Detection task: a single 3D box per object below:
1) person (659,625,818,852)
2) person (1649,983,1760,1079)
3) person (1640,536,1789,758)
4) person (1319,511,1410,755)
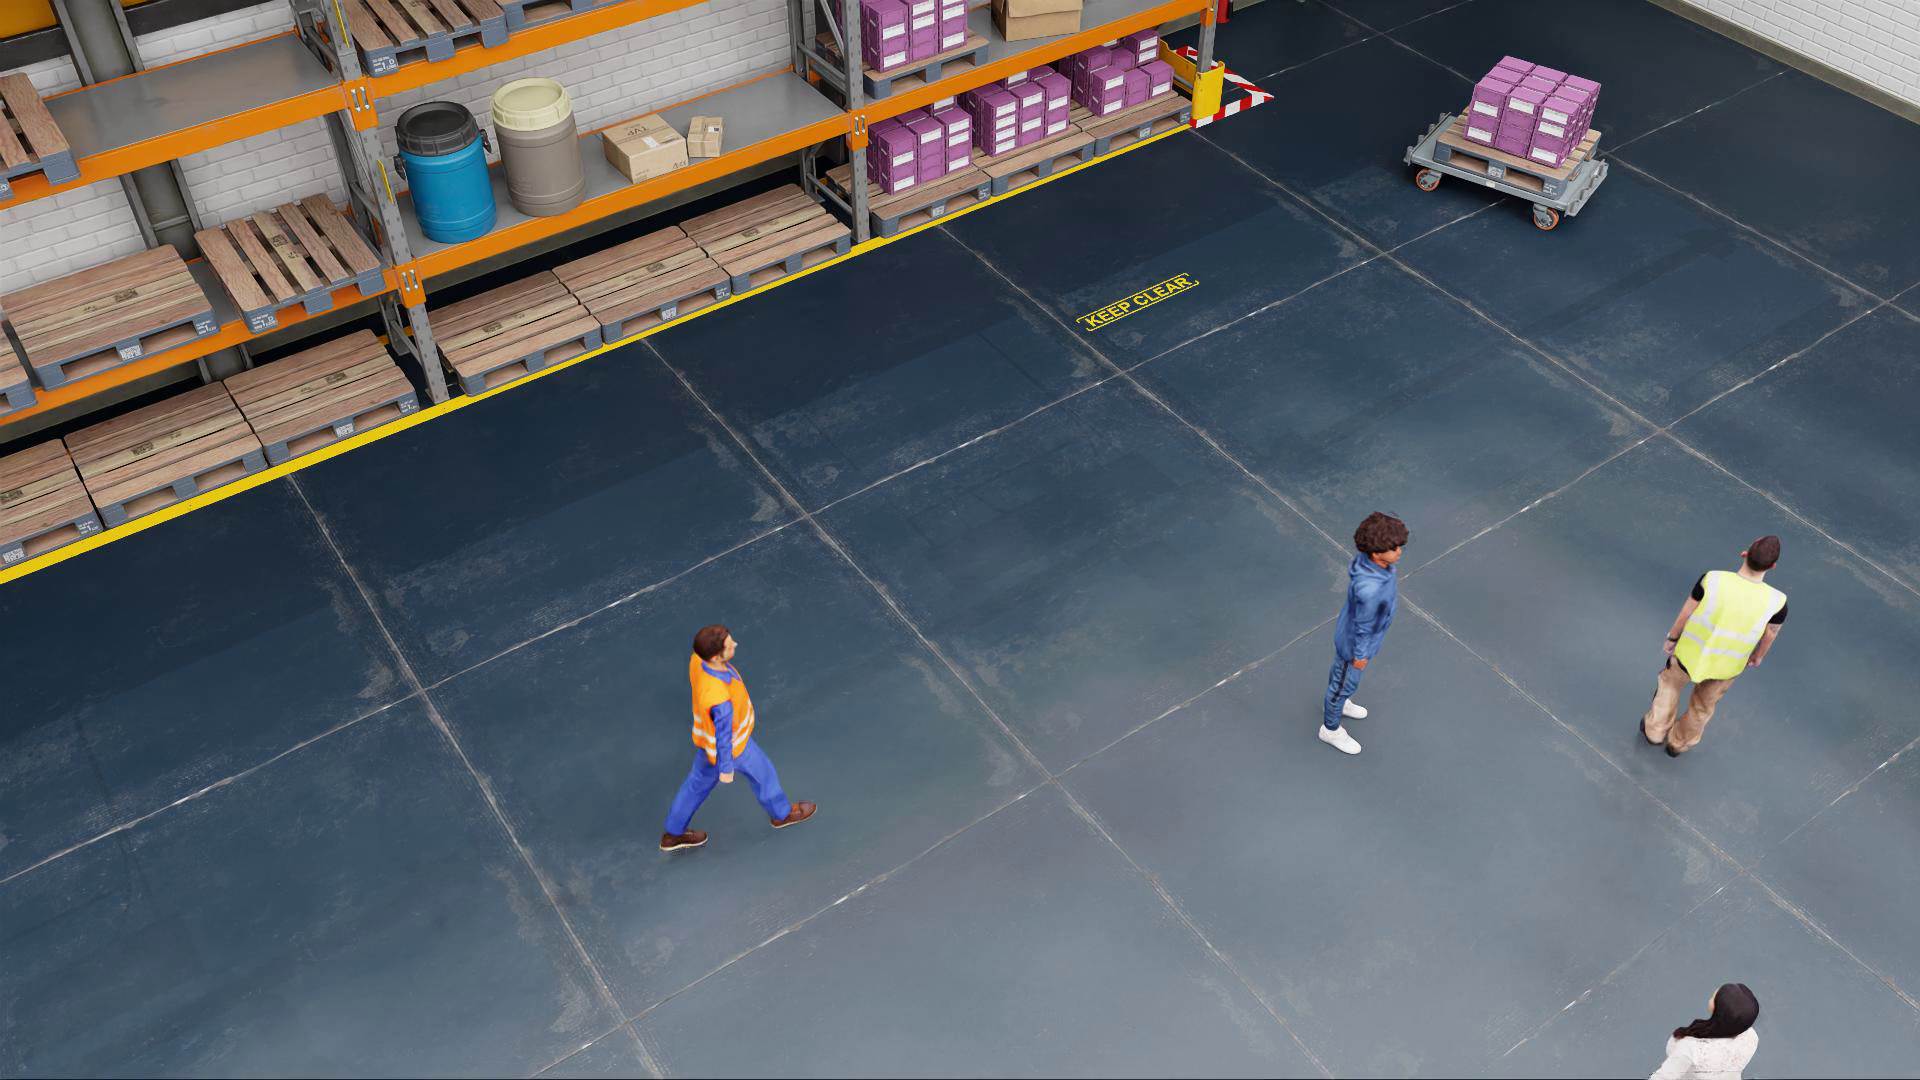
[{"bbox_3d":[-1.444,1.181,9.579,1.266,1.823,0.858,-16,46,-17],"label":"person"},{"bbox_3d":[3.499,2.751,8.002,1.044,1.725,0.815,-15,46,-15],"label":"person"},{"bbox_3d":[4.537,0.719,10.056,0.862,1.835,0.892,18,46,18],"label":"person"},{"bbox_3d":[2.467,0.550,10.250,0.822,1.811,0.725,13,45,13],"label":"person"}]
